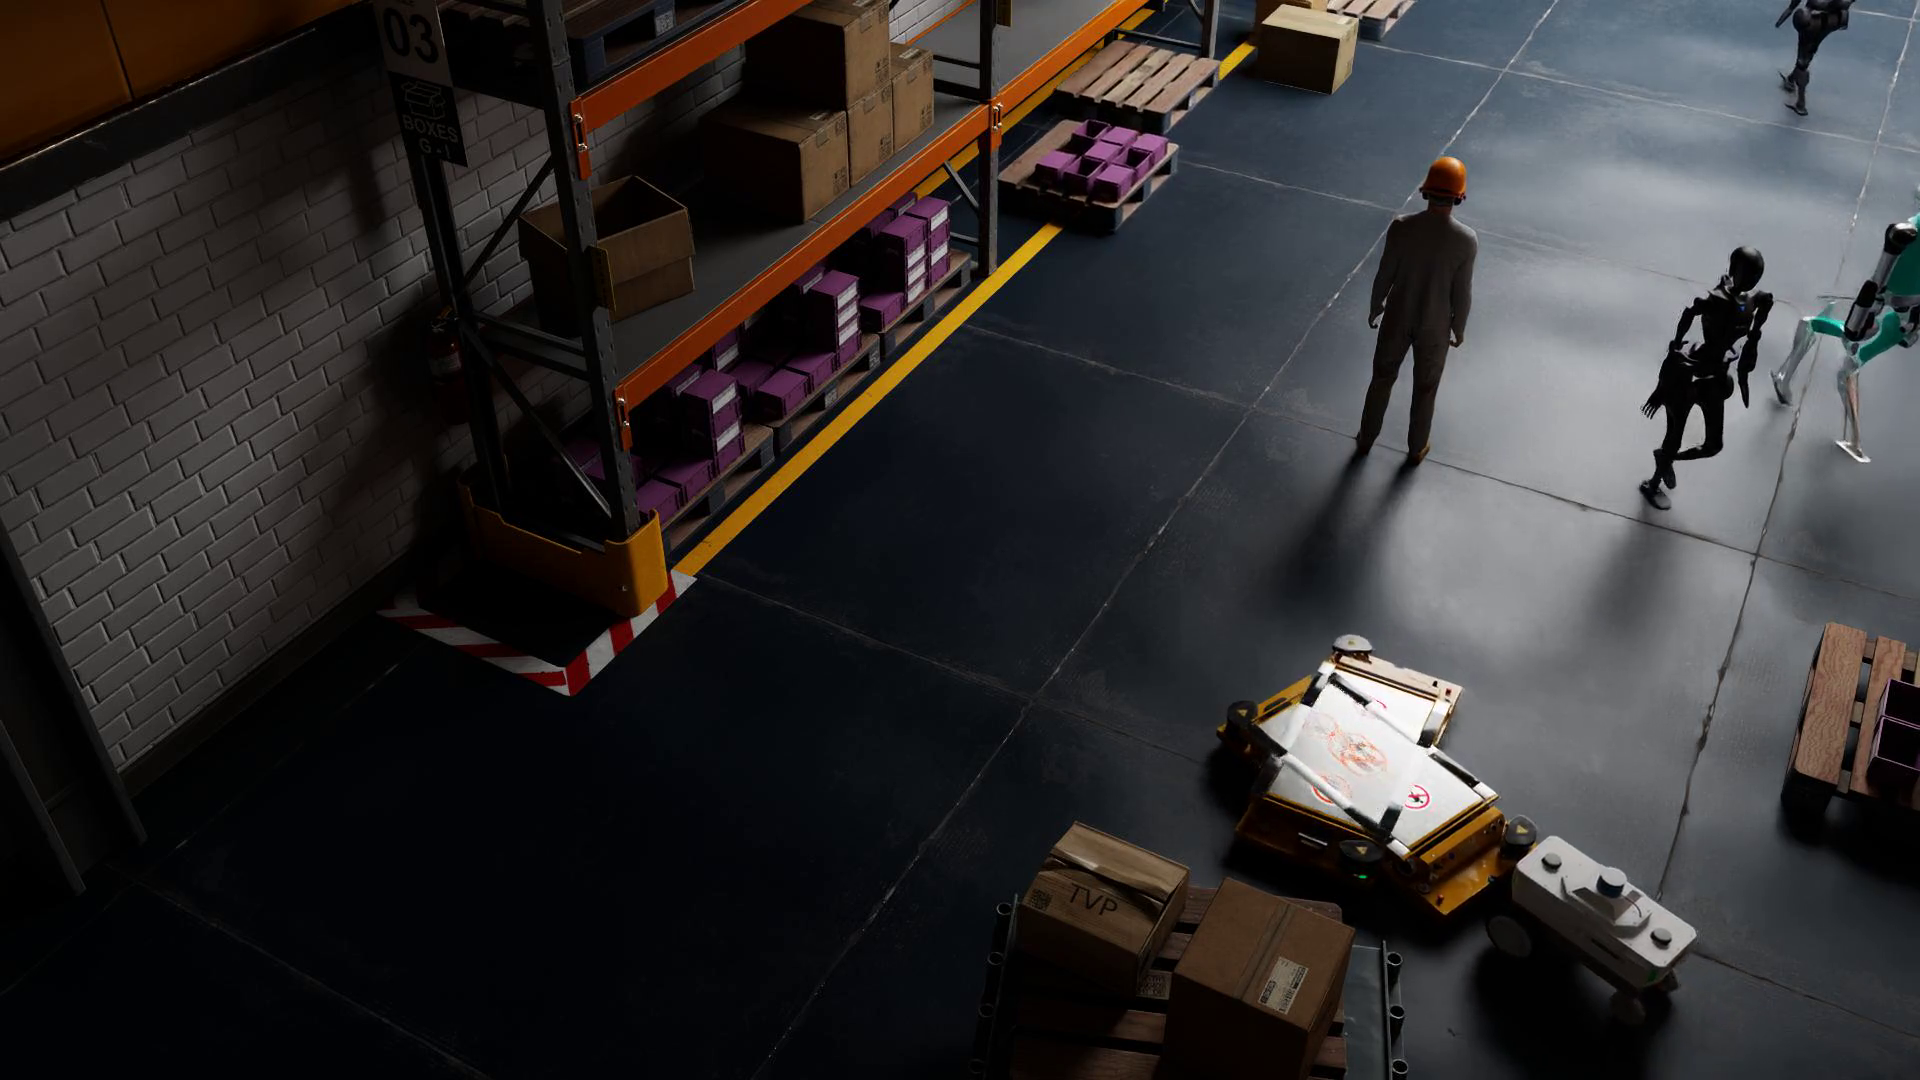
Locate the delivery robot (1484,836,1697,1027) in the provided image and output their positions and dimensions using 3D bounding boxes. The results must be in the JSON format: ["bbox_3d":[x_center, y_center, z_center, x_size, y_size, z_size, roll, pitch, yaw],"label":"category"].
[{"bbox_3d":[2.658,1.603,7.002,0.499,0.614,0.815,-28,46,-30],"label":"delivery robot"}]

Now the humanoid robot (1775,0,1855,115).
[{"bbox_3d":[6.990,-4.374,13.580,0.604,1.635,0.708,-6,39,-8],"label":"humanoid robot"}]

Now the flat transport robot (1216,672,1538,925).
[{"bbox_3d":[1.935,1.143,7.790,0.659,0.231,1.431,-25,45,-28],"label":"flat transport robot"}]

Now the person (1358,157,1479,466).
[{"bbox_3d":[2.634,-1.303,9.559,0.560,1.888,0.399,16,41,19],"label":"person"}]

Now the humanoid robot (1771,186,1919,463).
[{"bbox_3d":[5.303,-1.413,9.847,0.531,1.776,1.001,-9,39,-11],"label":"humanoid robot"}]

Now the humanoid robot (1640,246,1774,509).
[{"bbox_3d":[4.110,-0.901,9.217,0.613,1.639,0.358,-8,39,-10],"label":"humanoid robot"}]

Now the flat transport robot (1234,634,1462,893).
[{"bbox_3d":[1.881,1.025,7.938,0.659,0.231,1.431,19,42,22],"label":"flat transport robot"}]
